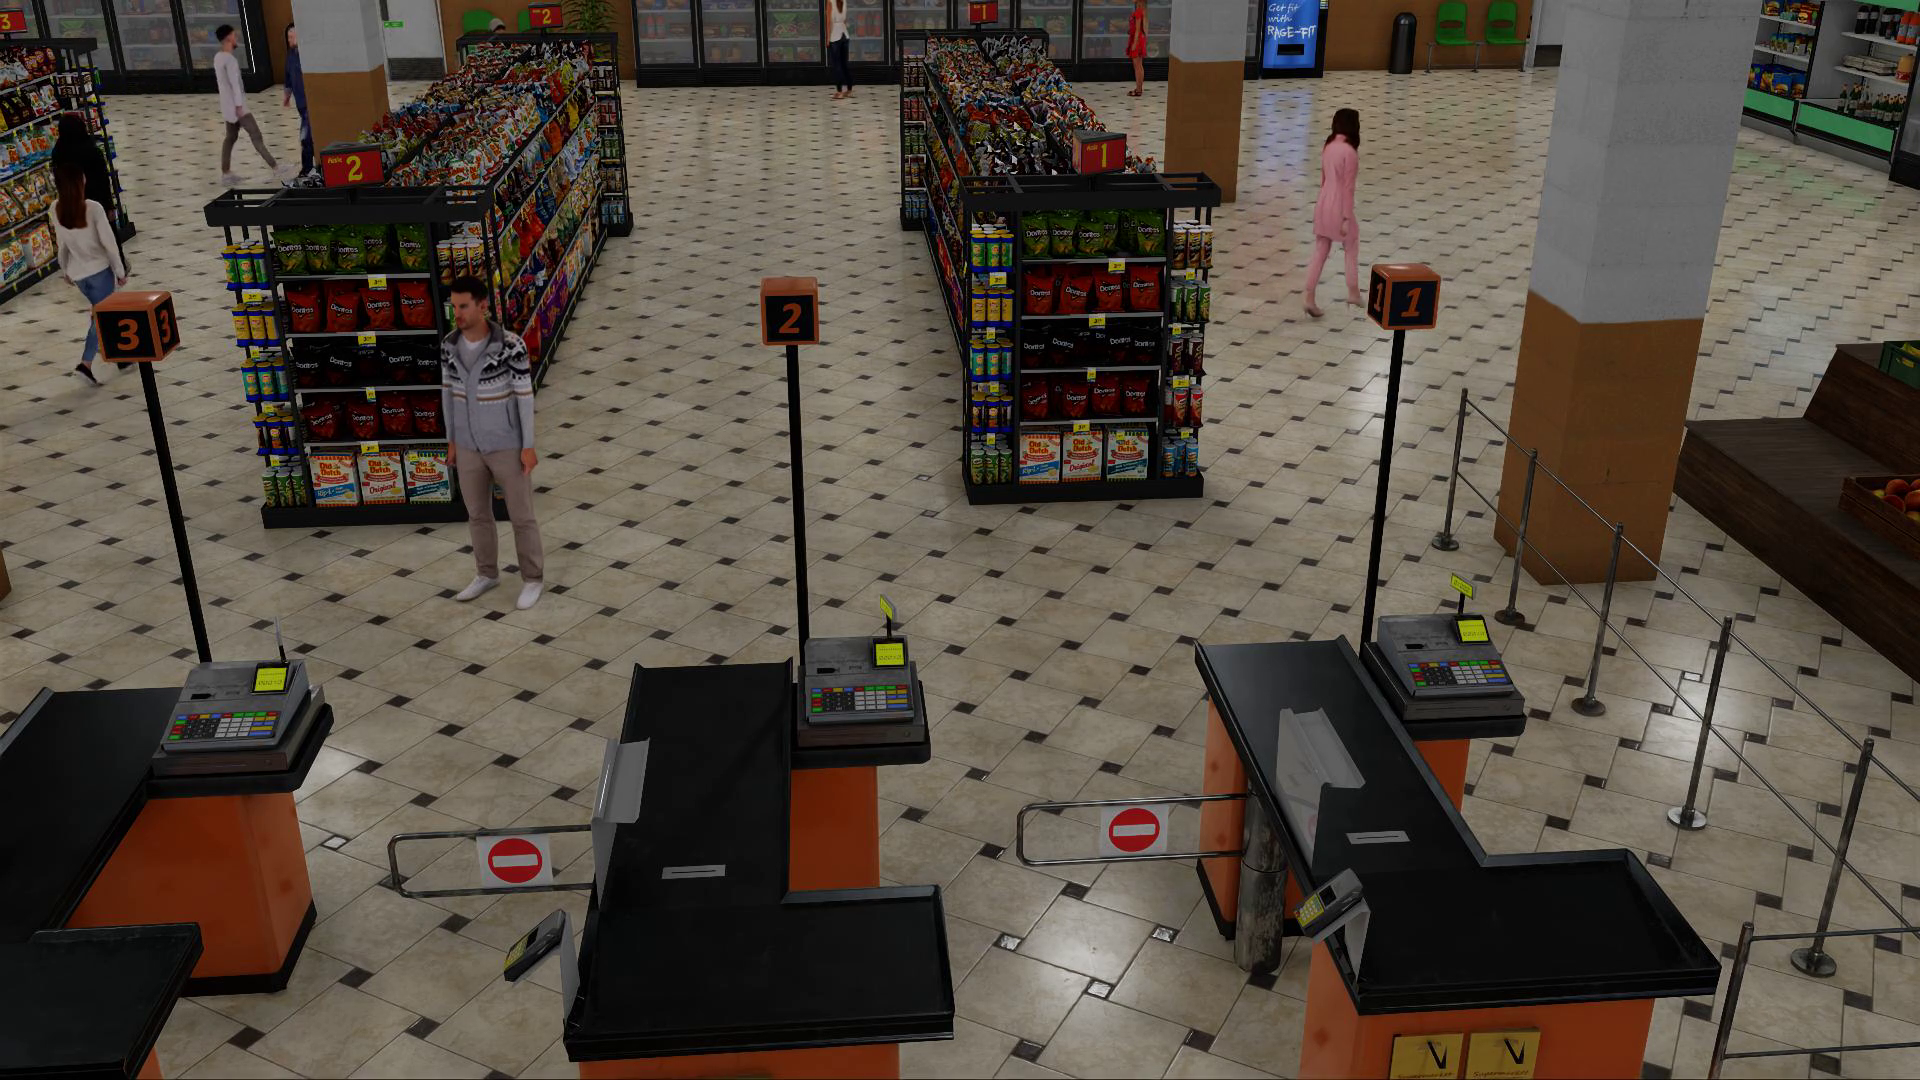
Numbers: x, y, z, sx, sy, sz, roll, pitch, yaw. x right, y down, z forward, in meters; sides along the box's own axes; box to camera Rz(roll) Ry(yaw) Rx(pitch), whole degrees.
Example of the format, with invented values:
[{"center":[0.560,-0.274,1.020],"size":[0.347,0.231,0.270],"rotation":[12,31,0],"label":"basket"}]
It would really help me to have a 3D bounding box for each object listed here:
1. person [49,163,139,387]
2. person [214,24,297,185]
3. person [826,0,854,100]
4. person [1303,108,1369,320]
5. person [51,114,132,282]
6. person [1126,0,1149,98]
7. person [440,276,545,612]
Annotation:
[{"center":[-6.604,-1.978,12.592],"size":[0.803,1.663,1.142],"rotation":[4,24,8],"label":"person"},{"center":[-8.565,-5.060,19.469],"size":[1.129,1.797,1.142],"rotation":[-20,30,-38],"label":"person"},{"center":[-1.841,-7.684,25.490],"size":[0.717,1.777,0.661],"rotation":[18,29,35],"label":"person"},{"center":[3.129,-2.745,14.213],"size":[0.958,1.769,1.023],"rotation":[-13,27,-26],"label":"person"},{"center":[-7.899,-2.979,14.995],"size":[0.677,1.572,1.080],"rotation":[-3,24,-6],"label":"person"},{"center":[2.767,-7.707,25.772],"size":[0.697,1.593,0.581],"rotation":[6,24,13],"label":"person"},{"center":[-2.552,-0.545,9.072],"size":[0.753,1.860,0.684],"rotation":[6,24,13],"label":"person"}]
